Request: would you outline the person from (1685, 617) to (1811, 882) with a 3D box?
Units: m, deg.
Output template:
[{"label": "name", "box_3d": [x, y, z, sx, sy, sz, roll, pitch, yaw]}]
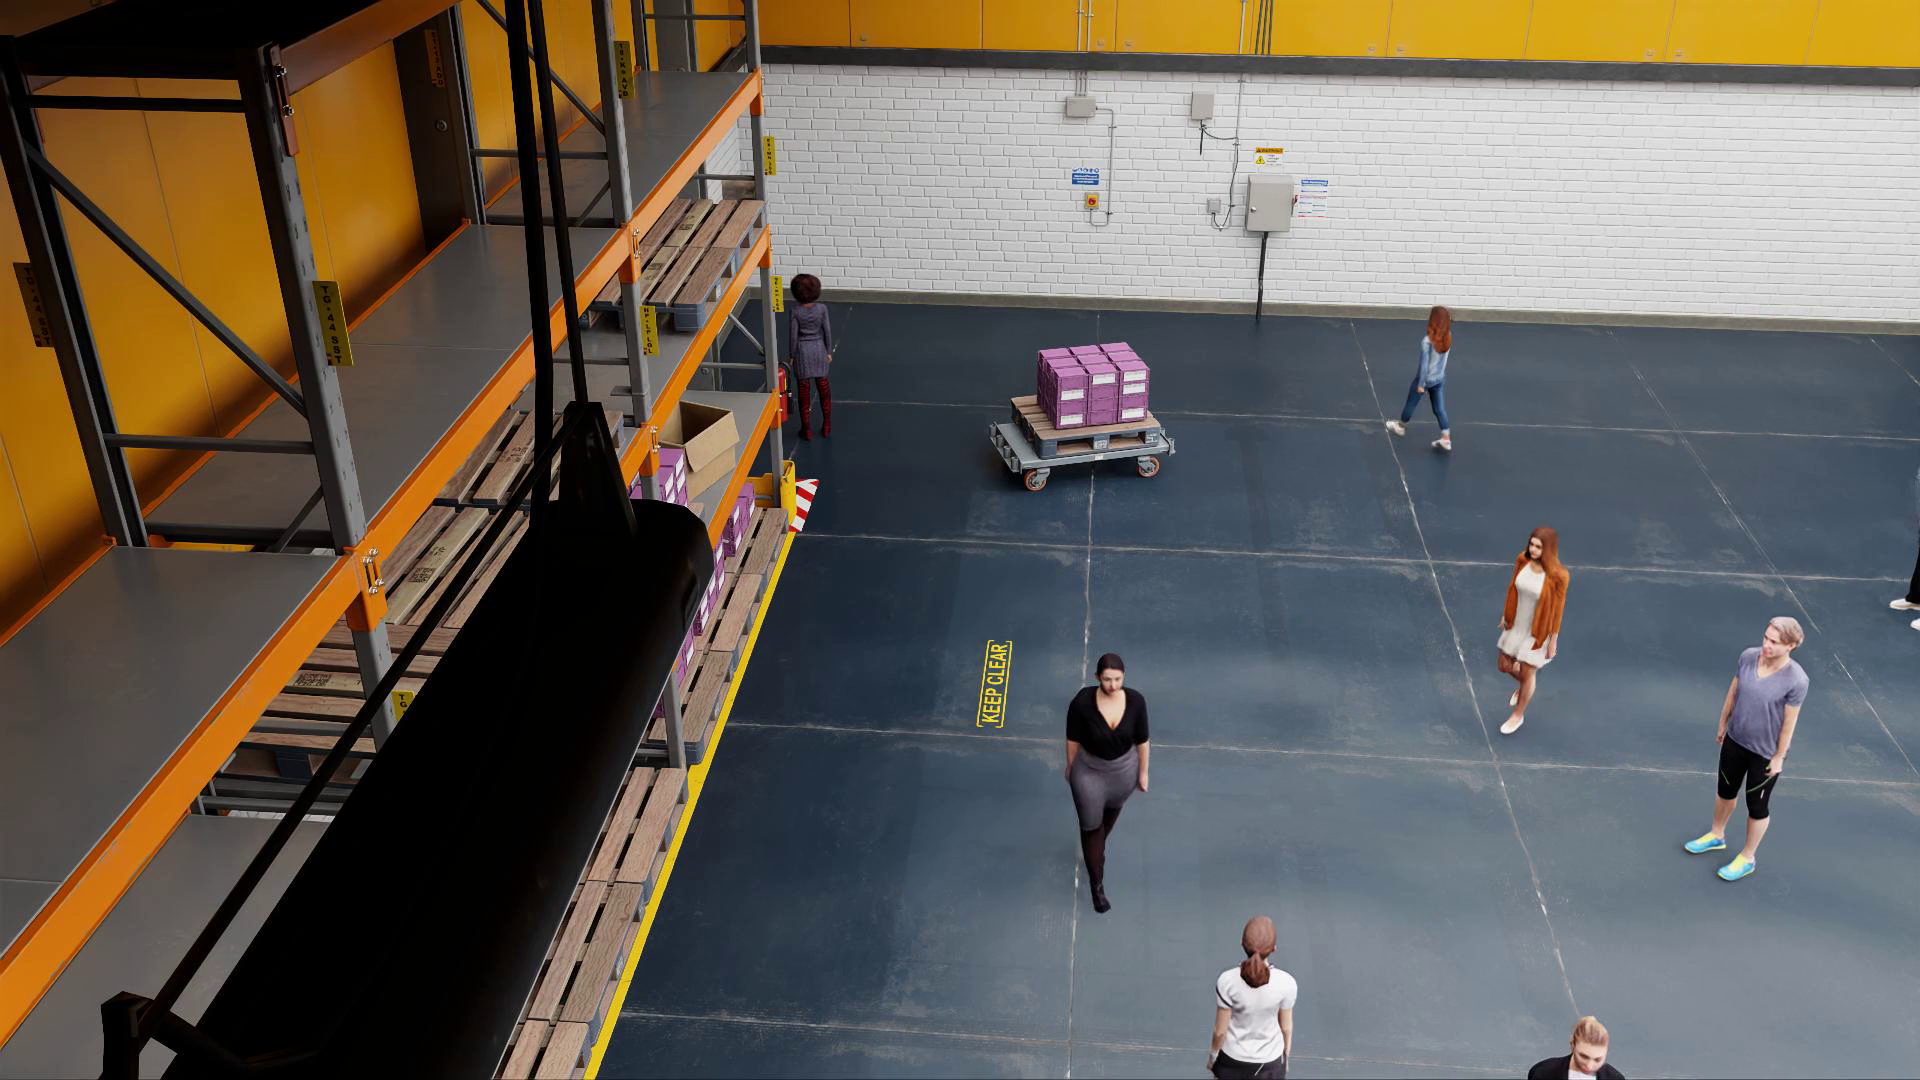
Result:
[{"label": "person", "box_3d": [5.099, 1.313, 10.656, 0.797, 1.883, 0.703, -15, 32, -25]}]

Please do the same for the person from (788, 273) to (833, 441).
[{"label": "person", "box_3d": [-1.492, -1.828, 16.598, 0.661, 1.708, 0.636, -9, 30, -16]}]

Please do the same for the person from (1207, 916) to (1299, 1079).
[{"label": "person", "box_3d": [1.460, 2.613, 8.410, 0.560, 1.752, 0.551, 2, 29, 3]}]

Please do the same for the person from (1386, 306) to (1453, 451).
[{"label": "person", "box_3d": [4.700, -1.562, 16.387, 0.963, 1.443, 1.077, -18, 33, -29]}]

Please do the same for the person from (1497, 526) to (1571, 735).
[{"label": "person", "box_3d": [4.219, 0.618, 12.121, 0.916, 1.702, 0.857, -20, 34, -32]}]

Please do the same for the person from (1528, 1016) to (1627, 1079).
[{"label": "person", "box_3d": [2.851, 2.920, 7.902, 0.610, 1.701, 0.502, 2, 29, 4]}]

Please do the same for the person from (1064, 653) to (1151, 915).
[{"label": "person", "box_3d": [0.905, 1.426, 10.615, 0.831, 1.724, 1.086, -5, 29, -8]}]
